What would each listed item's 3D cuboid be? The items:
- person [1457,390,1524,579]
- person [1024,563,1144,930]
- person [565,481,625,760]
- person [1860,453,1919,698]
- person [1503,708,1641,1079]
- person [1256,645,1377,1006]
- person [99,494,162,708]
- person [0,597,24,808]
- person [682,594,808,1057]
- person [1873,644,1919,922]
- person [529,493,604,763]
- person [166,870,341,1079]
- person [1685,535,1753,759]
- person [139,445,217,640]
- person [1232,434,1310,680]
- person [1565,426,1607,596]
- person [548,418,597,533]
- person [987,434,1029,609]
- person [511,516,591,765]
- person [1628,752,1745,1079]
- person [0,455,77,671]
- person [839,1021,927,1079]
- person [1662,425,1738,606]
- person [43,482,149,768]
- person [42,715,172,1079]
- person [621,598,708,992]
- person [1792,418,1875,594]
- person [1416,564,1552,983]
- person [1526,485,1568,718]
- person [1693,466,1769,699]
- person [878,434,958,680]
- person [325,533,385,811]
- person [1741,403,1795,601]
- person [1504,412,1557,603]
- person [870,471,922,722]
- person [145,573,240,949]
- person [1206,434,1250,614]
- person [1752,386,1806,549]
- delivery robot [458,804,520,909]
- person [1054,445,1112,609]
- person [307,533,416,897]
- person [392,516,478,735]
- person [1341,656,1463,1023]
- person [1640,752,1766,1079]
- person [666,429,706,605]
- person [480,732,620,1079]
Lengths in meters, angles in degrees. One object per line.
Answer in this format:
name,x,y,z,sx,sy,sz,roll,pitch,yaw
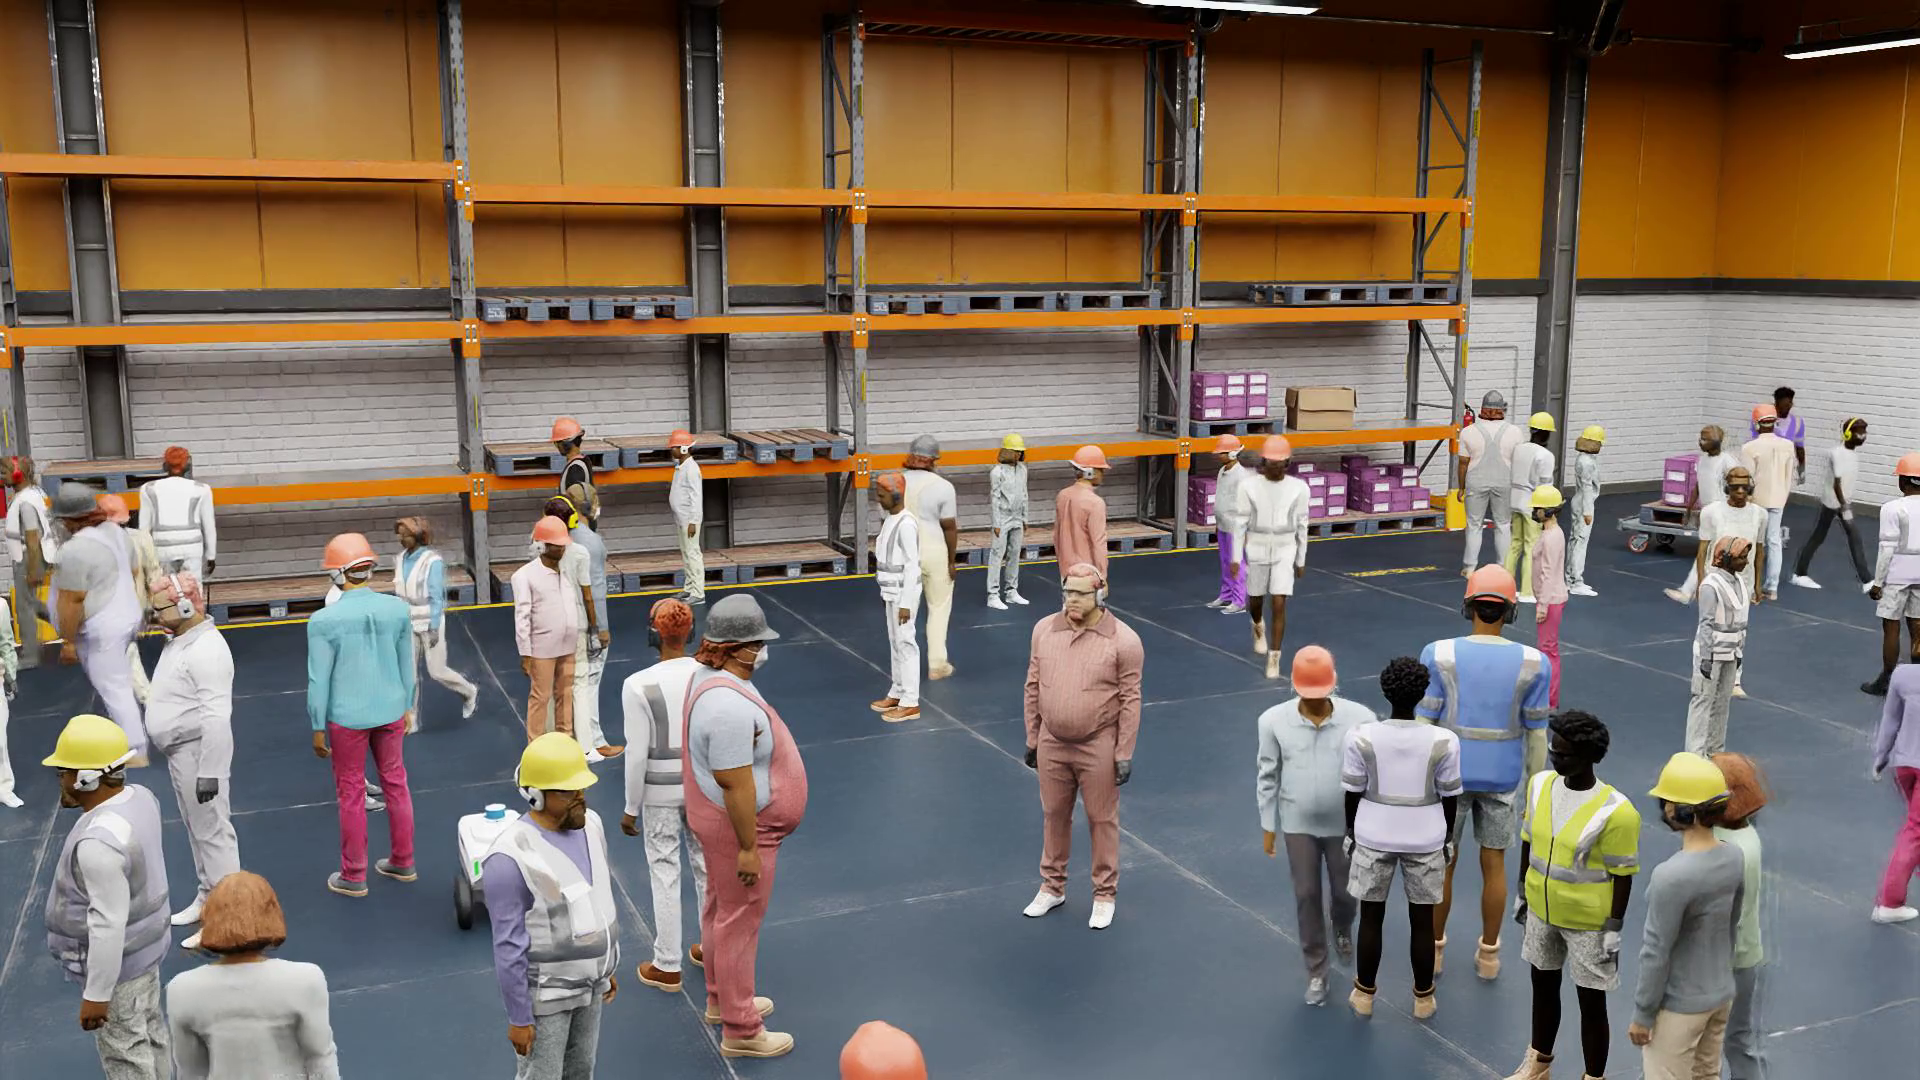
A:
person,5.661,-0.593,17.831,0.677,2.000,0.536,2,10,11
person,0.617,1.062,8.671,0.643,1.913,0.410,5,11,26
person,-2.605,0.558,11.500,0.370,1.938,0.627,-8,13,-38
person,7.417,0.283,13.081,0.545,1.938,0.361,-2,10,-11
person,2.462,1.507,6.725,0.316,1.696,0.540,-6,12,-31
person,1.694,1.304,7.818,0.605,1.713,0.559,2,10,14
person,-6.306,0.487,12.581,0.906,1.687,0.546,6,12,32
person,-6.139,0.914,10.342,0.318,1.630,0.512,9,13,41
person,-0.940,1.229,7.335,0.539,2.000,0.689,-3,10,-18
person,5.162,1.202,8.734,0.787,1.595,0.529,-4,11,-20
person,-2.676,0.612,11.365,0.511,1.877,0.328,3,10,19
person,-2.153,1.819,5.123,0.525,1.614,0.392,0,10,-2
person,5.075,0.777,11.122,0.514,1.634,0.312,-8,13,-38
person,-6.688,0.125,14.218,0.620,1.854,0.505,-3,10,-17
person,2.606,0.098,13.942,0.618,2.019,0.919,2,10,11
person,6.433,-0.309,17.072,0.308,1.737,0.484,2,10,13
person,-3.452,-0.077,14.881,0.392,2.034,0.605,-1,10,-7
person,0.500,-0.187,16.383,0.343,1.736,0.484,9,14,43
person,-2.729,0.701,11.201,0.335,1.748,0.572,7,12,36
person,2.559,1.618,5.914,0.520,1.760,0.331,-7,12,-36
person,-7.758,0.185,13.974,0.629,1.829,0.565,-6,12,-31
person,-0.160,1.973,3.903,0.572,1.738,0.348,-8,13,-38
person,7.393,-0.238,16.484,0.945,1.793,0.543,-1,10,-8
person,-5.812,0.563,11.171,0.572,2.000,0.722,-1,10,-4
person,-3.140,1.537,6.154,0.403,1.835,0.588,-2,10,-13
person,-1.347,1.204,7.925,0.587,1.882,0.342,-9,13,-41
person,9.082,-0.344,17.080,0.539,1.811,1.022,-6,12,-33
person,2.490,1.122,8.003,0.615,2.028,0.409,2,10,10
person,4.420,0.459,12.589,0.339,1.757,0.518,3,10,17
person,6.038,0.335,13.045,0.506,1.846,0.351,1,10,9
person,-0.324,0.120,13.722,0.705,2.000,0.536,5,11,27
person,-3.803,0.824,10.497,0.334,1.749,0.563,-3,10,-14
person,8.056,-0.376,16.730,0.609,1.988,0.392,-3,10,-15
person,5.725,-0.322,16.634,0.413,1.915,0.594,-4,11,-23
person,-0.467,0.414,12.469,0.359,1.887,0.573,-3,10,-14
person,-3.898,1.105,8.450,0.409,1.901,0.652,-7,12,-35
person,2.607,-0.160,16.168,0.344,1.747,0.572,-3,10,-15
person,9.780,-0.900,19.968,0.625,1.922,1.009,-1,10,-3
delivery robot,-2.472,1.655,8.884,0.477,0.478,0.707,-4,11,-22
person,0.985,0.241,13.164,0.390,1.990,0.623,-6,11,-29
person,-3.275,0.949,9.110,0.407,1.987,0.615,8,13,40
person,-3.871,0.609,12.123,0.514,1.618,0.656,5,11,28
person,1.993,1.362,7.557,0.535,1.697,0.318,2,10,11
person,2.812,1.599,6.434,0.697,1.608,0.531,2,10,10
person,-2.742,-0.229,16.560,0.342,1.749,0.569,-4,11,-22
person,-1.418,1.575,5.939,0.403,1.833,0.586,4,10,20
